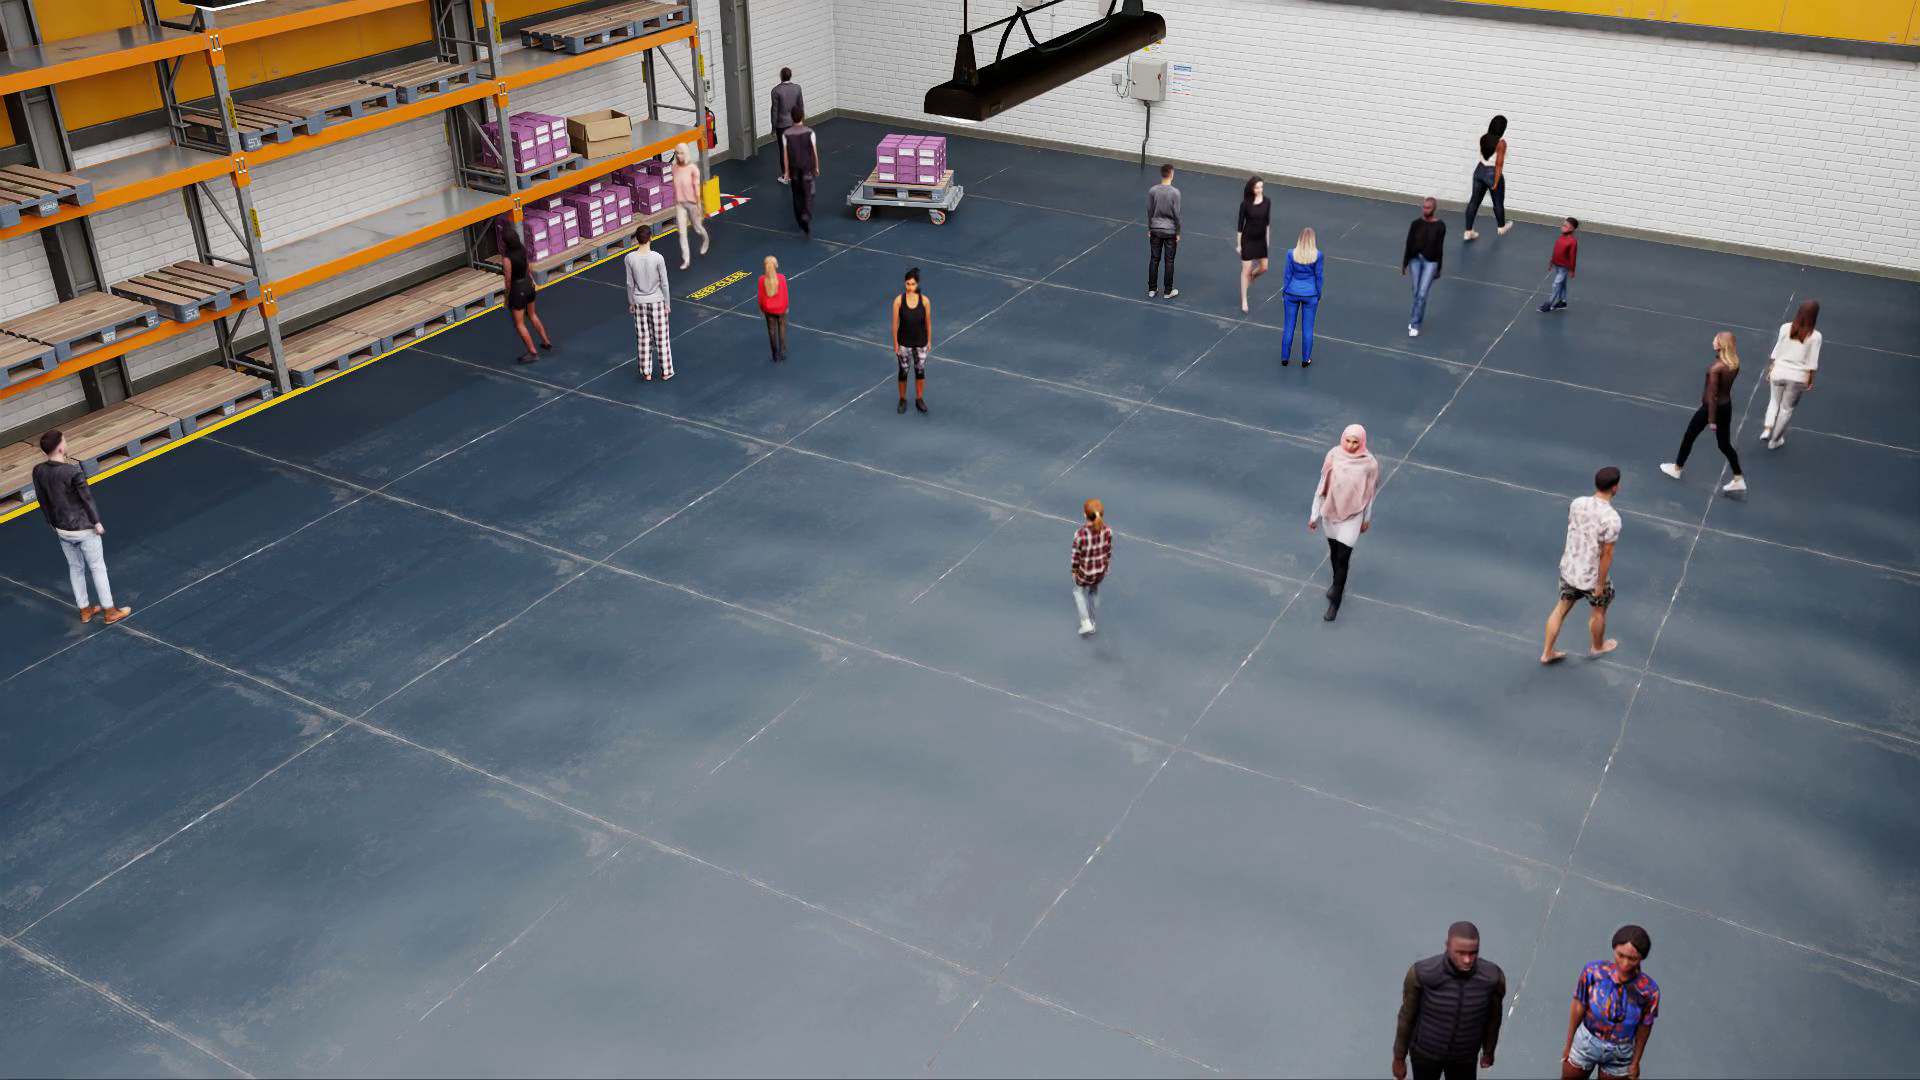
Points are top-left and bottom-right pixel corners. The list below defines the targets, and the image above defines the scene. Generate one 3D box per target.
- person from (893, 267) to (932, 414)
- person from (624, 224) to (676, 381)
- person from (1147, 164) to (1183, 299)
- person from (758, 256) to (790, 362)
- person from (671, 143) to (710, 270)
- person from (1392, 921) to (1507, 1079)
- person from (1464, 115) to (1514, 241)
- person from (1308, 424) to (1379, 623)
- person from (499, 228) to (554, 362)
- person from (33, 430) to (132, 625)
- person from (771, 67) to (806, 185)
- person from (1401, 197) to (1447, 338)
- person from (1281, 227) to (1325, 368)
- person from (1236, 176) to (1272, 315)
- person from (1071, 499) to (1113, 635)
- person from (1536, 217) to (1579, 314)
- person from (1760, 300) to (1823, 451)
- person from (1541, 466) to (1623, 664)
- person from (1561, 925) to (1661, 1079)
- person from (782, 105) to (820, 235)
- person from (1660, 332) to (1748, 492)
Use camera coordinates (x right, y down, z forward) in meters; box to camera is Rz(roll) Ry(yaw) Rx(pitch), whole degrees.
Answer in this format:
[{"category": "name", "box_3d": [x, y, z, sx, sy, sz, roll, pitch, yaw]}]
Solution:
[{"category": "person", "box_3d": [-0.530, -2.228, 18.535, 0.657, 1.664, 0.695, -5, 29, -8]}, {"category": "person", "box_3d": [-3.607, -2.749, 19.298, 0.715, 1.847, 0.719, 0, 29, 0]}, {"category": "person", "box_3d": [2.668, -4.042, 21.755, 0.633, 1.766, 0.558, 12, 31, 21]}, {"category": "person", "box_3d": [-2.222, -2.754, 19.908, 0.684, 1.272, 0.758, -3, 29, -6]}, {"category": "person", "box_3d": [-3.712, -4.639, 22.925, 0.764, 1.692, 1.138, 8, 30, 14]}, {"category": "person", "box_3d": [2.670, 2.769, 9.205, 0.835, 1.825, 0.819, 4, 29, 6]}, {"category": "person", "box_3d": [7.484, -5.150, 23.776, 1.136, 1.775, 0.902, -19, 34, -31]}, {"category": "person", "box_3d": [3.412, -0.237, 14.773, 0.650, 1.771, 1.011, 16, 32, 26]}, {"category": "person", "box_3d": [-5.184, -2.909, 19.754, 0.922, 1.691, 0.643, 13, 31, 23]}, {"category": "person", "box_3d": [-7.694, -0.108, 14.468, 0.720, 1.836, 0.665, 4, 29, 8]}, {"category": "person", "box_3d": [-2.719, -6.557, 26.306, 0.761, 1.821, 0.864, -12, 31, -21]}, {"category": "person", "box_3d": [5.787, -3.440, 20.688, 0.616, 1.730, 0.845, 17, 33, 28]}, {"category": "person", "box_3d": [4.039, -2.875, 19.683, 0.664, 1.700, 0.621, 8, 30, 14]}, {"category": "person", "box_3d": [3.715, -3.796, 21.281, 0.816, 1.787, 0.874, -8, 30, -15]}, {"category": "person", "box_3d": [1.158, 0.266, 14.345, 0.674, 1.298, 0.735, -8, 30, -14]}, {"category": "person", "box_3d": [7.805, -3.536, 21.374, 0.817, 1.242, 0.761, -7, 29, -12]}, {"category": "person", "box_3d": [8.755, -1.723, 17.593, 0.685, 1.679, 0.707, 25, 37, 38]}, {"category": "person", "box_3d": [5.143, 0.265, 13.838, 1.112, 1.785, 0.974, -16, 32, -26]}, {"category": "person", "box_3d": [3.551, 2.823, 9.193, 0.605, 1.741, 0.541, 12, 31, 21]}, {"category": "person", "box_3d": [-2.287, -5.321, 24.028, 0.947, 1.832, 1.137, 1, 29, 2]}, {"category": "person", "box_3d": [7.688, -1.250, 16.741, 1.146, 1.665, 1.019, -17, 33, -28]}]
